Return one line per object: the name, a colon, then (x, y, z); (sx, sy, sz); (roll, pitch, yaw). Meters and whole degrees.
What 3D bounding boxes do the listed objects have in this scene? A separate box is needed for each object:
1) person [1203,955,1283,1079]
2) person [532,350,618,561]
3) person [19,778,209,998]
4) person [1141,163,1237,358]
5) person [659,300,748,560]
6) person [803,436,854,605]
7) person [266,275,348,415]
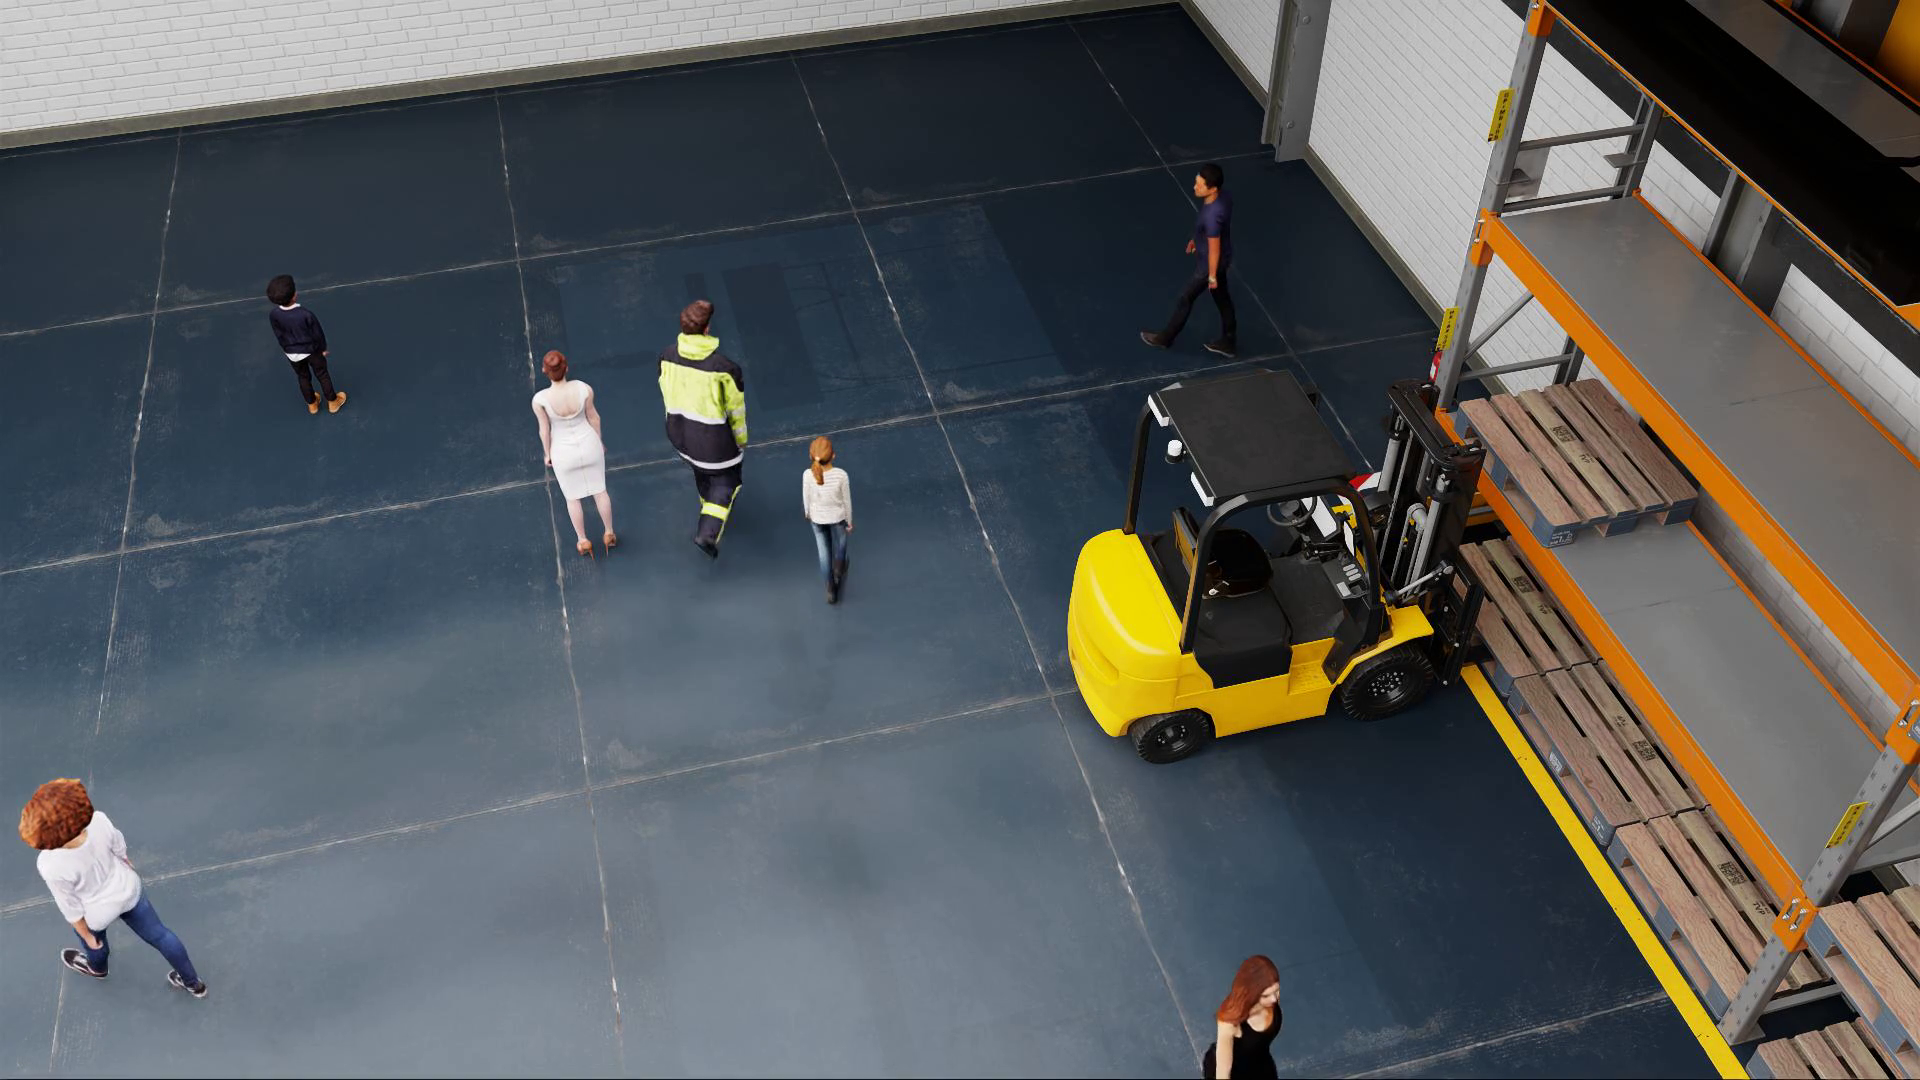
person: (1.289, 2.490, 8.088); (0.680, 1.710, 0.767); (-24, 49, -23)
person: (-2.598, -0.574, 11.246); (0.588, 1.791, 0.500); (-14, 45, -15)
person: (-4.403, 1.913, 8.720); (1.123, 1.674, 1.079); (19, 47, 19)
person: (2.039, -2.131, 12.912); (1.069, 1.747, 1.073); (15, 46, 15)
person: (-1.751, -0.698, 11.257); (1.070, 1.954, 1.185); (12, 45, 12)
person: (-0.883, -0.101, 11.103); (0.607, 1.303, 0.750); (2, 44, 3)
person: (-4.985, -1.479, 12.604); (0.558, 1.227, 0.573); (1, 44, 1)
